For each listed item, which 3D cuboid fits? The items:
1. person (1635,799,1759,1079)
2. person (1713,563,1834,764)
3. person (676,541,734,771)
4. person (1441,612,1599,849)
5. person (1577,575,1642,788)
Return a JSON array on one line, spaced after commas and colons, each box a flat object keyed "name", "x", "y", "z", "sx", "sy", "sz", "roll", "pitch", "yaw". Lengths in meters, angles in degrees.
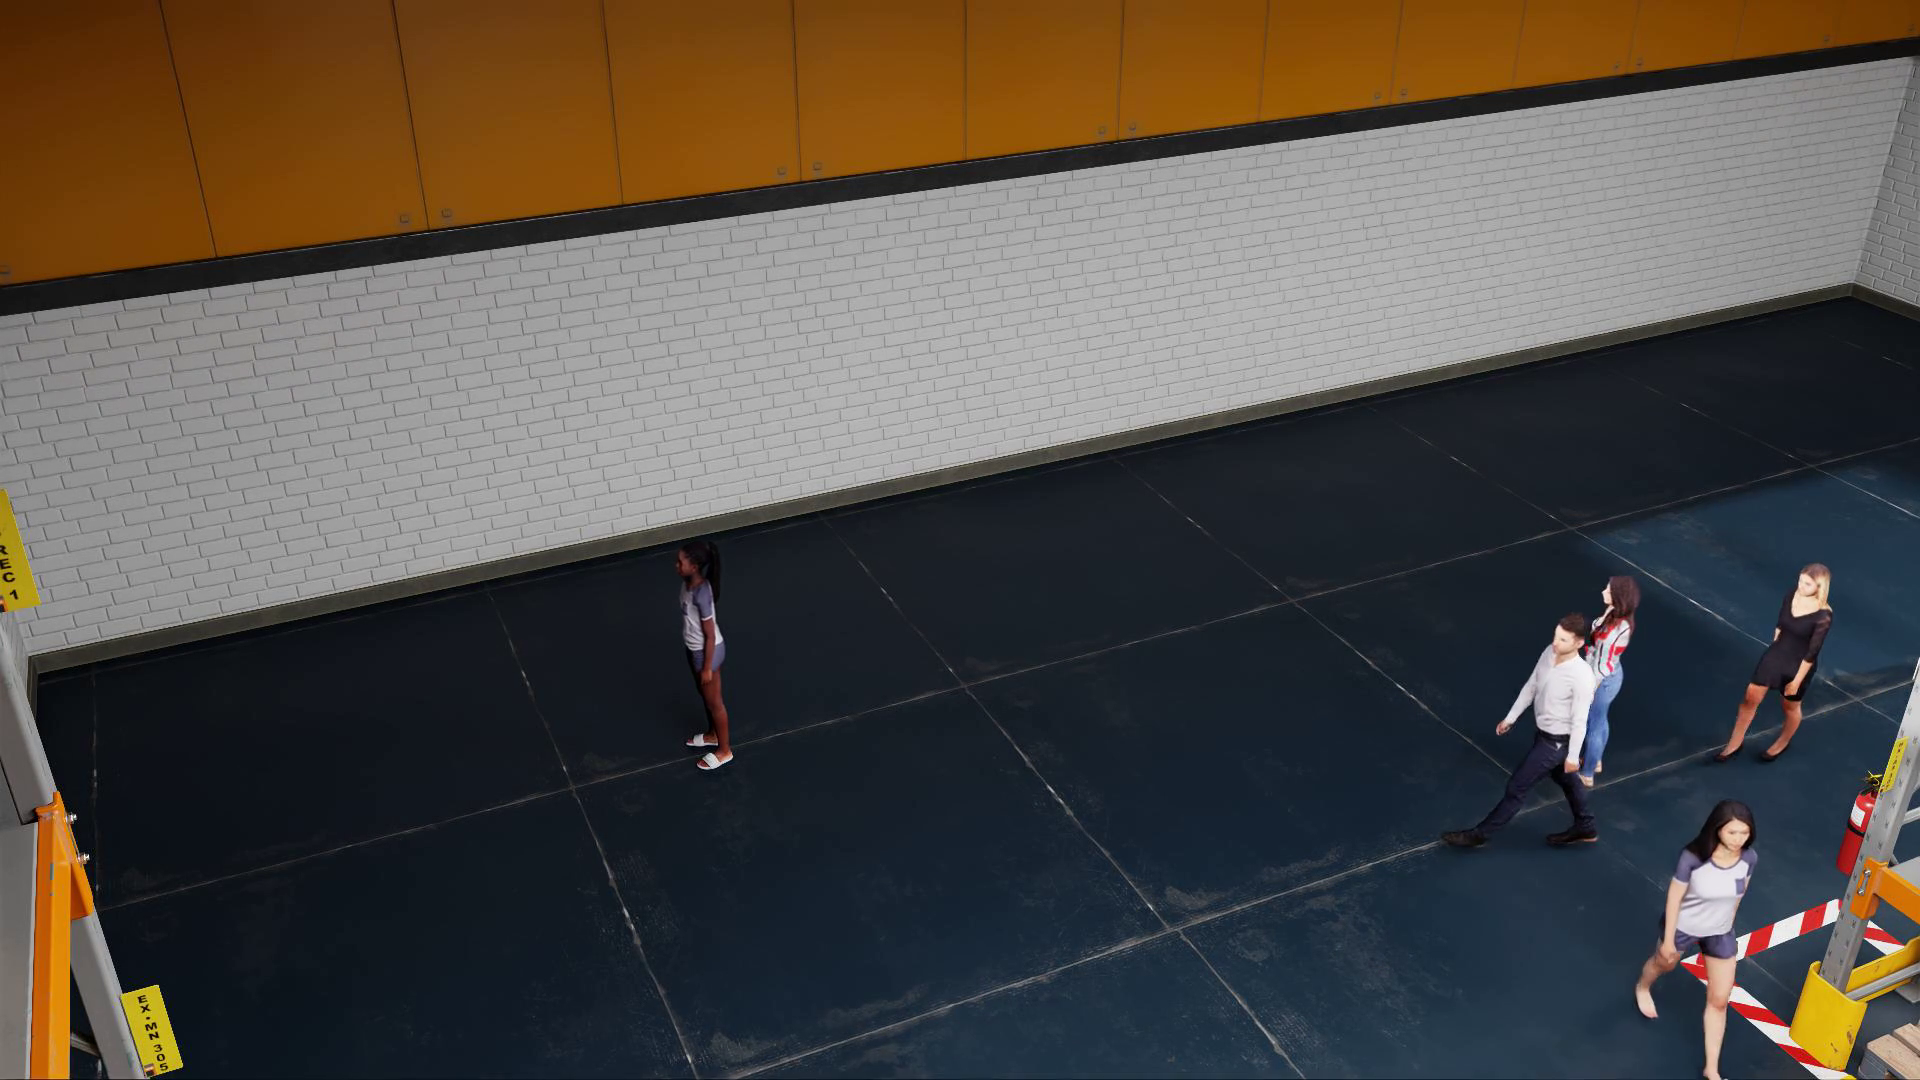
[{"name": "person", "x": 4.014, "y": 2.083, "z": 9.126, "sx": 0.896, "sy": 1.655, "sz": 1.186, "roll": -1, "pitch": 29, "yaw": -2}, {"name": "person", "x": 5.747, "y": 0.863, "z": 11.366, "sx": 0.667, "sy": 1.650, "sz": 0.751, "roll": -9, "pitch": 30, "yaw": -16}, {"name": "person", "x": -1.765, "y": 0.777, "z": 11.450, "sx": 0.671, "sy": 1.721, "sz": 0.478, "roll": -11, "pitch": 30, "yaw": -19}, {"name": "person", "x": 3.838, "y": 1.245, "z": 10.497, "sx": 1.067, "sy": 1.811, "sz": 1.288, "roll": 0, "pitch": 29, "yaw": 0}, {"name": "person", "x": 4.368, "y": 0.939, "z": 11.264, "sx": 0.696, "sy": 1.614, "sz": 0.664, "roll": 13, "pitch": 31, "yaw": 23}]
